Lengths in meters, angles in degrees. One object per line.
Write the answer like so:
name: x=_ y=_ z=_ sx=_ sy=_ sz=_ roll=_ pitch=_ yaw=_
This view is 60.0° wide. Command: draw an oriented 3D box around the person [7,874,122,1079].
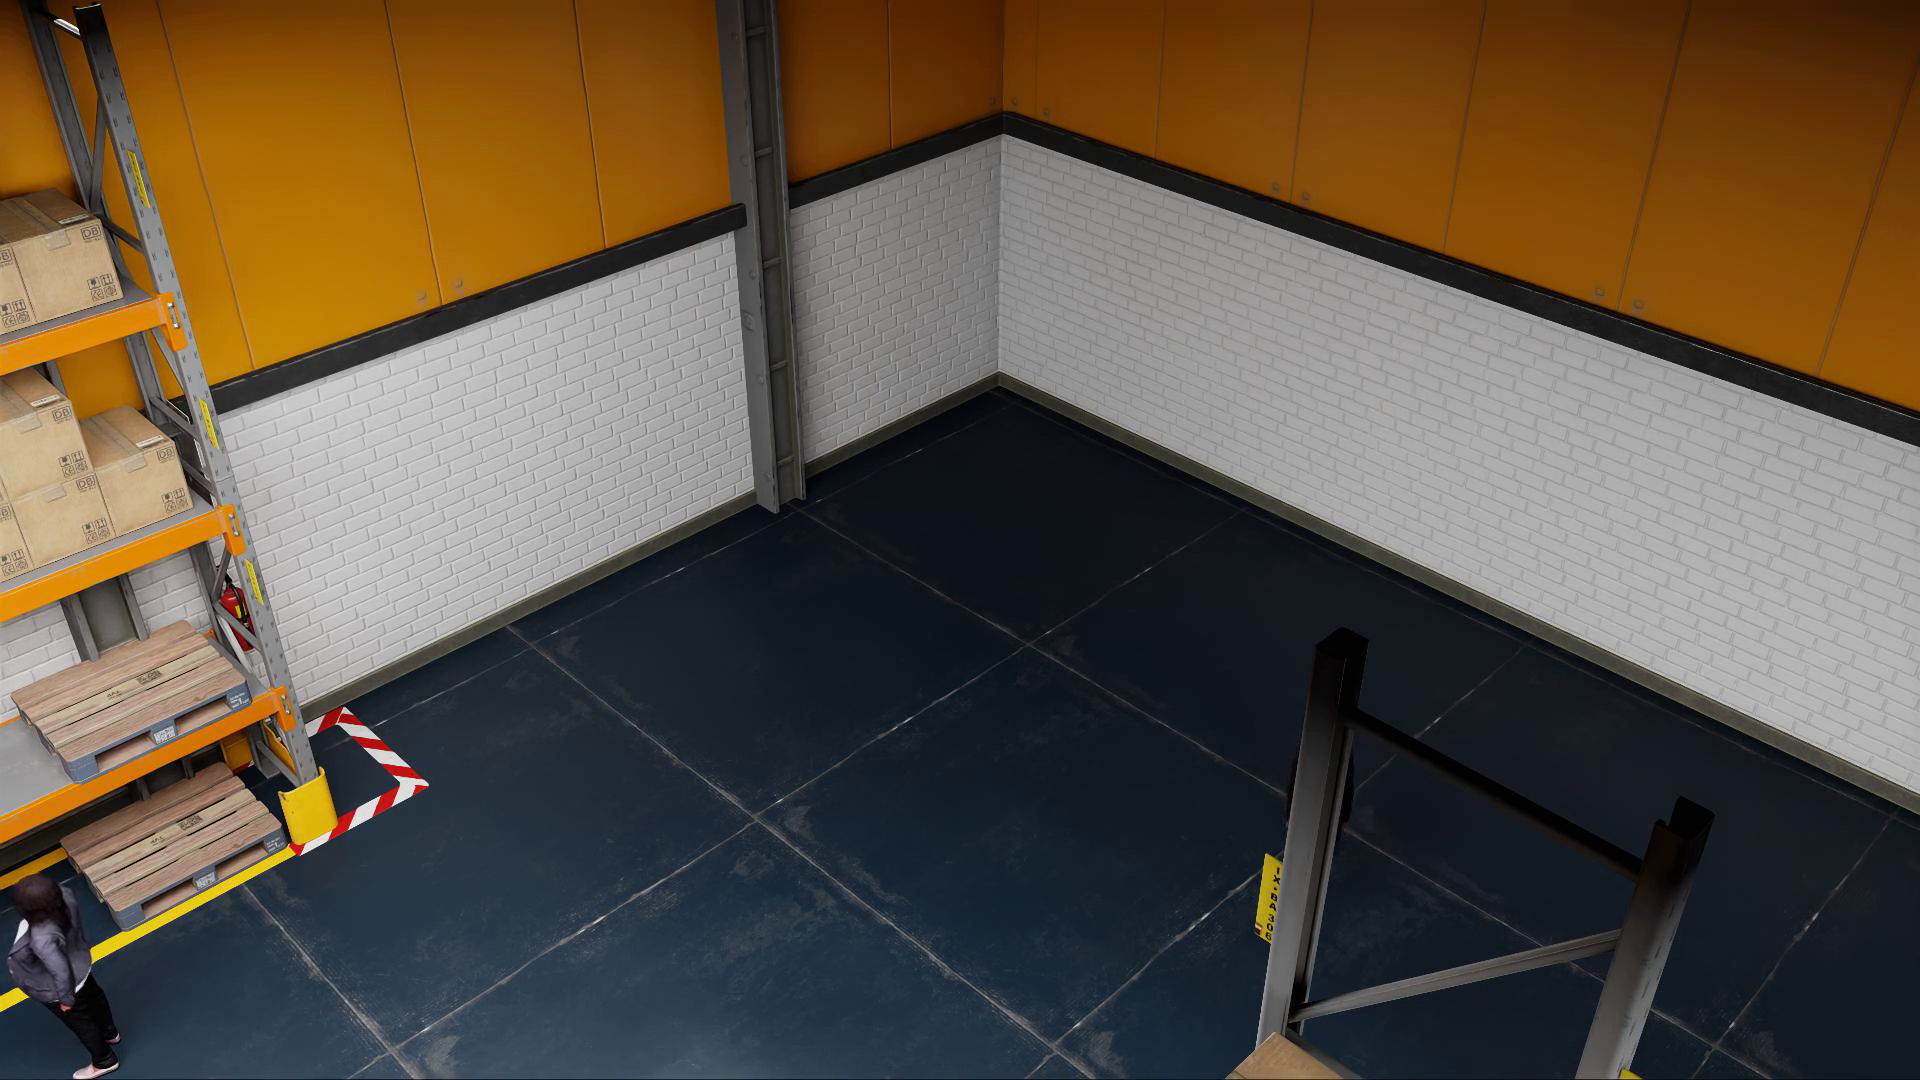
person: x=-5.426 y=2.625 z=10.095 sx=0.827 sy=1.597 sz=0.794 roll=-7 pitch=34 yaw=-11
